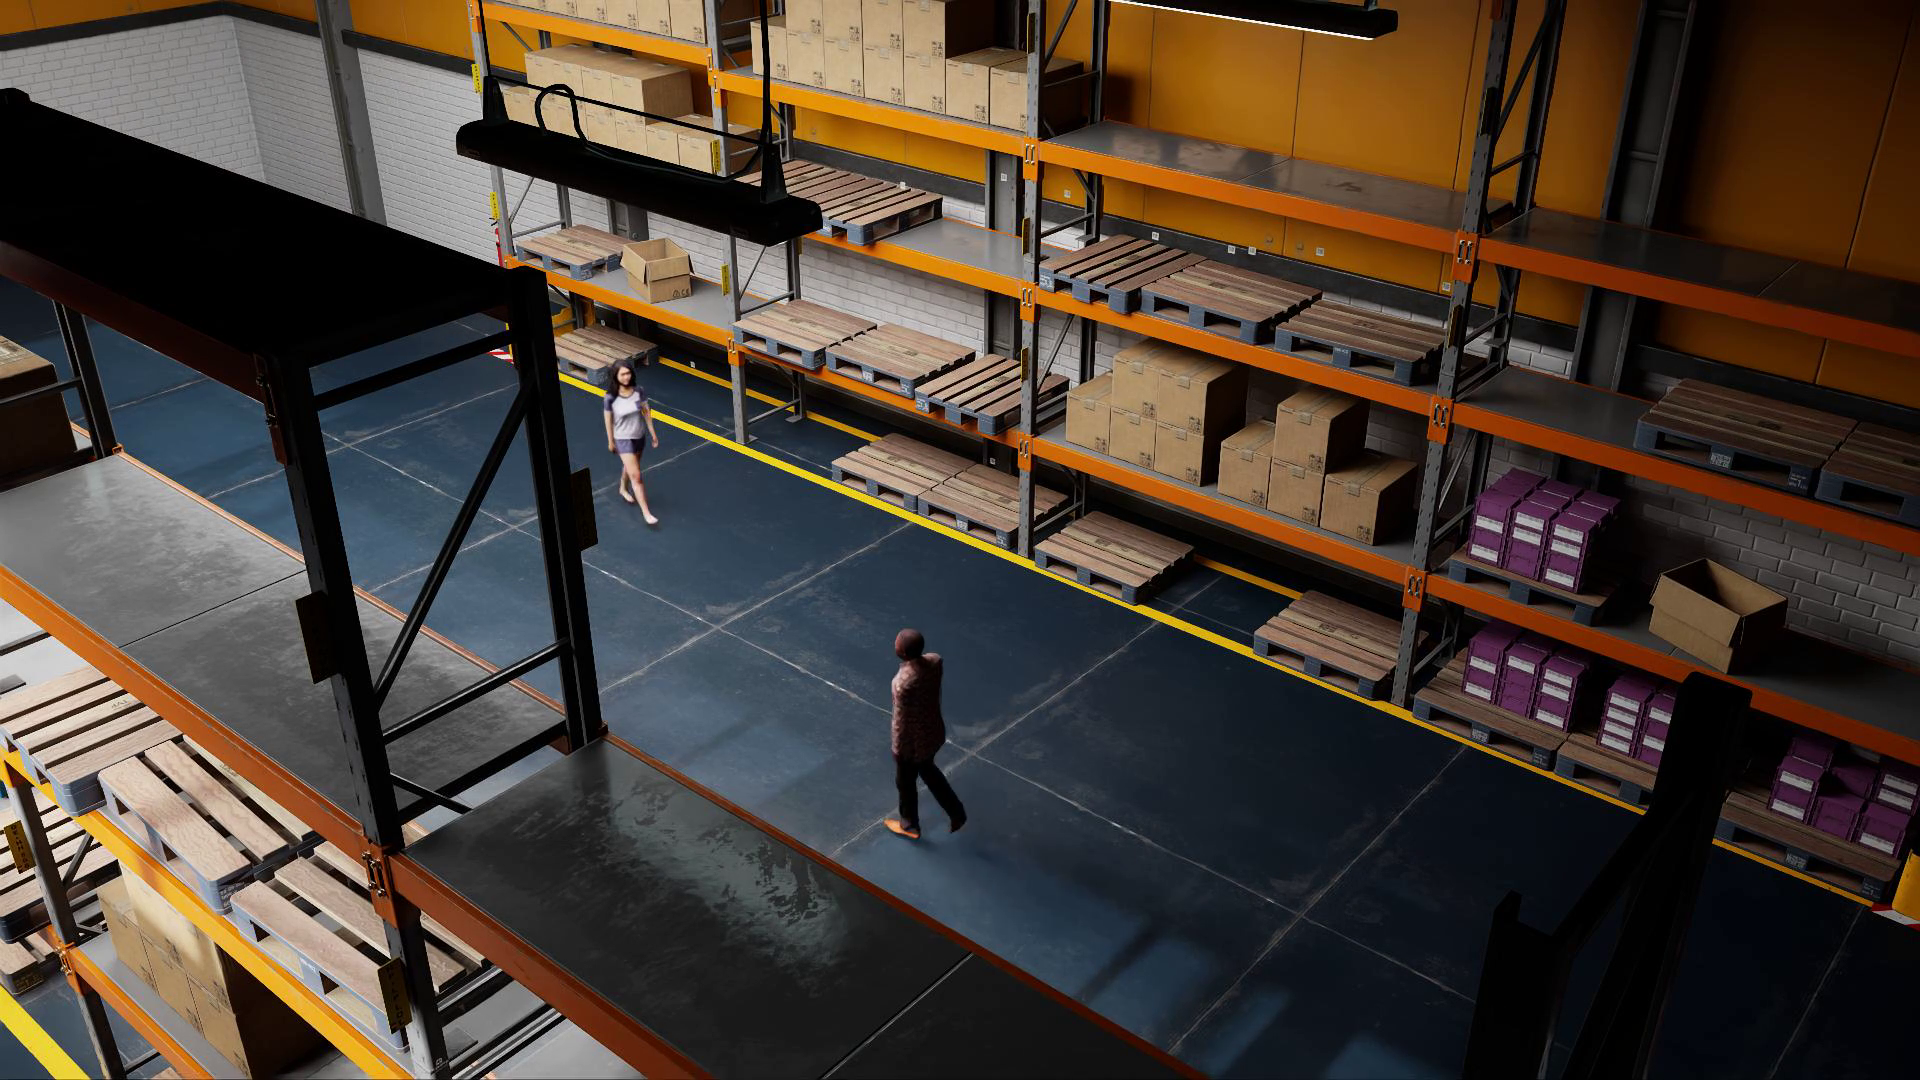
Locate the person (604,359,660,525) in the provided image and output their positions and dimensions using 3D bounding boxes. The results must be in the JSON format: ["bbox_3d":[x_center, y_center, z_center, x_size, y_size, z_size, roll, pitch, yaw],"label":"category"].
[{"bbox_3d":[-3.343,-1.039,16.713,0.733,1.656,1.156,-21,35,-34],"label":"person"}]

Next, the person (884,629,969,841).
[{"bbox_3d":[-0.236,1.443,12.023,0.866,1.791,0.701,20,35,32],"label":"person"}]
